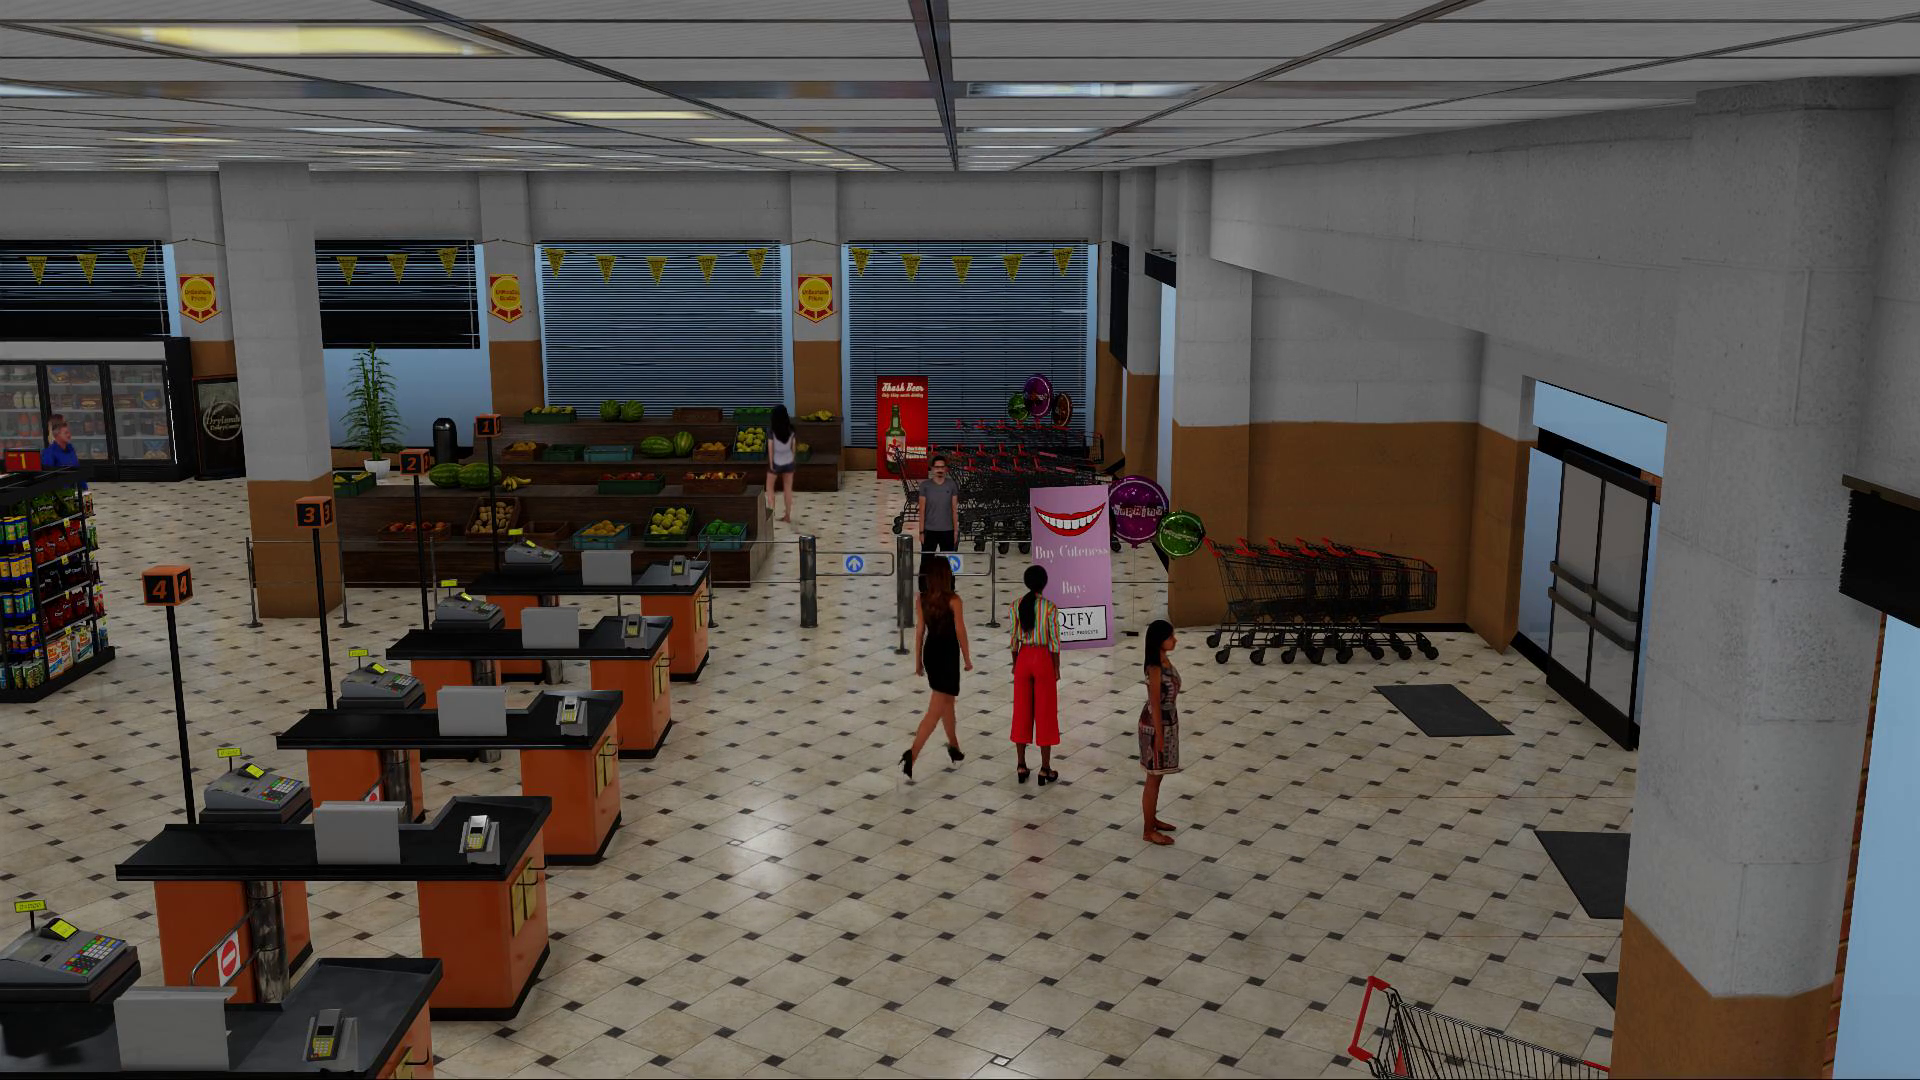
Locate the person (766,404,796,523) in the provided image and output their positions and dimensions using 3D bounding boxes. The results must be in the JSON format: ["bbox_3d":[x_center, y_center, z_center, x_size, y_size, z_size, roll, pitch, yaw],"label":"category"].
[{"bbox_3d":[-2.530,-1.087,23.834,0.787,1.689,0.816,-5,13,-24],"label":"person"}]

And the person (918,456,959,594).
[{"bbox_3d":[-0.250,-0.110,19.045,0.522,1.751,0.702,-2,12,-11],"label":"person"}]

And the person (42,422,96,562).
[{"bbox_3d":[-11.510,-0.591,21.195,0.830,1.806,0.723,0,12,-2],"label":"person"}]

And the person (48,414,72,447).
[{"bbox_3d":[-12.339,-0.884,22.836,0.610,1.704,0.700,9,15,36],"label":"person"}]

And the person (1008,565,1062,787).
[{"bbox_3d":[0.598,1.072,13.340,0.599,1.789,0.732,5,13,22],"label":"person"}]

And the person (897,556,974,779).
[{"bbox_3d":[-0.206,1.066,13.343,1.161,1.799,1.059,8,14,33],"label":"person"}]

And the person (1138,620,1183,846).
[{"bbox_3d":[1.449,1.384,12.205,0.602,1.645,0.693,2,12,12],"label":"person"}]
